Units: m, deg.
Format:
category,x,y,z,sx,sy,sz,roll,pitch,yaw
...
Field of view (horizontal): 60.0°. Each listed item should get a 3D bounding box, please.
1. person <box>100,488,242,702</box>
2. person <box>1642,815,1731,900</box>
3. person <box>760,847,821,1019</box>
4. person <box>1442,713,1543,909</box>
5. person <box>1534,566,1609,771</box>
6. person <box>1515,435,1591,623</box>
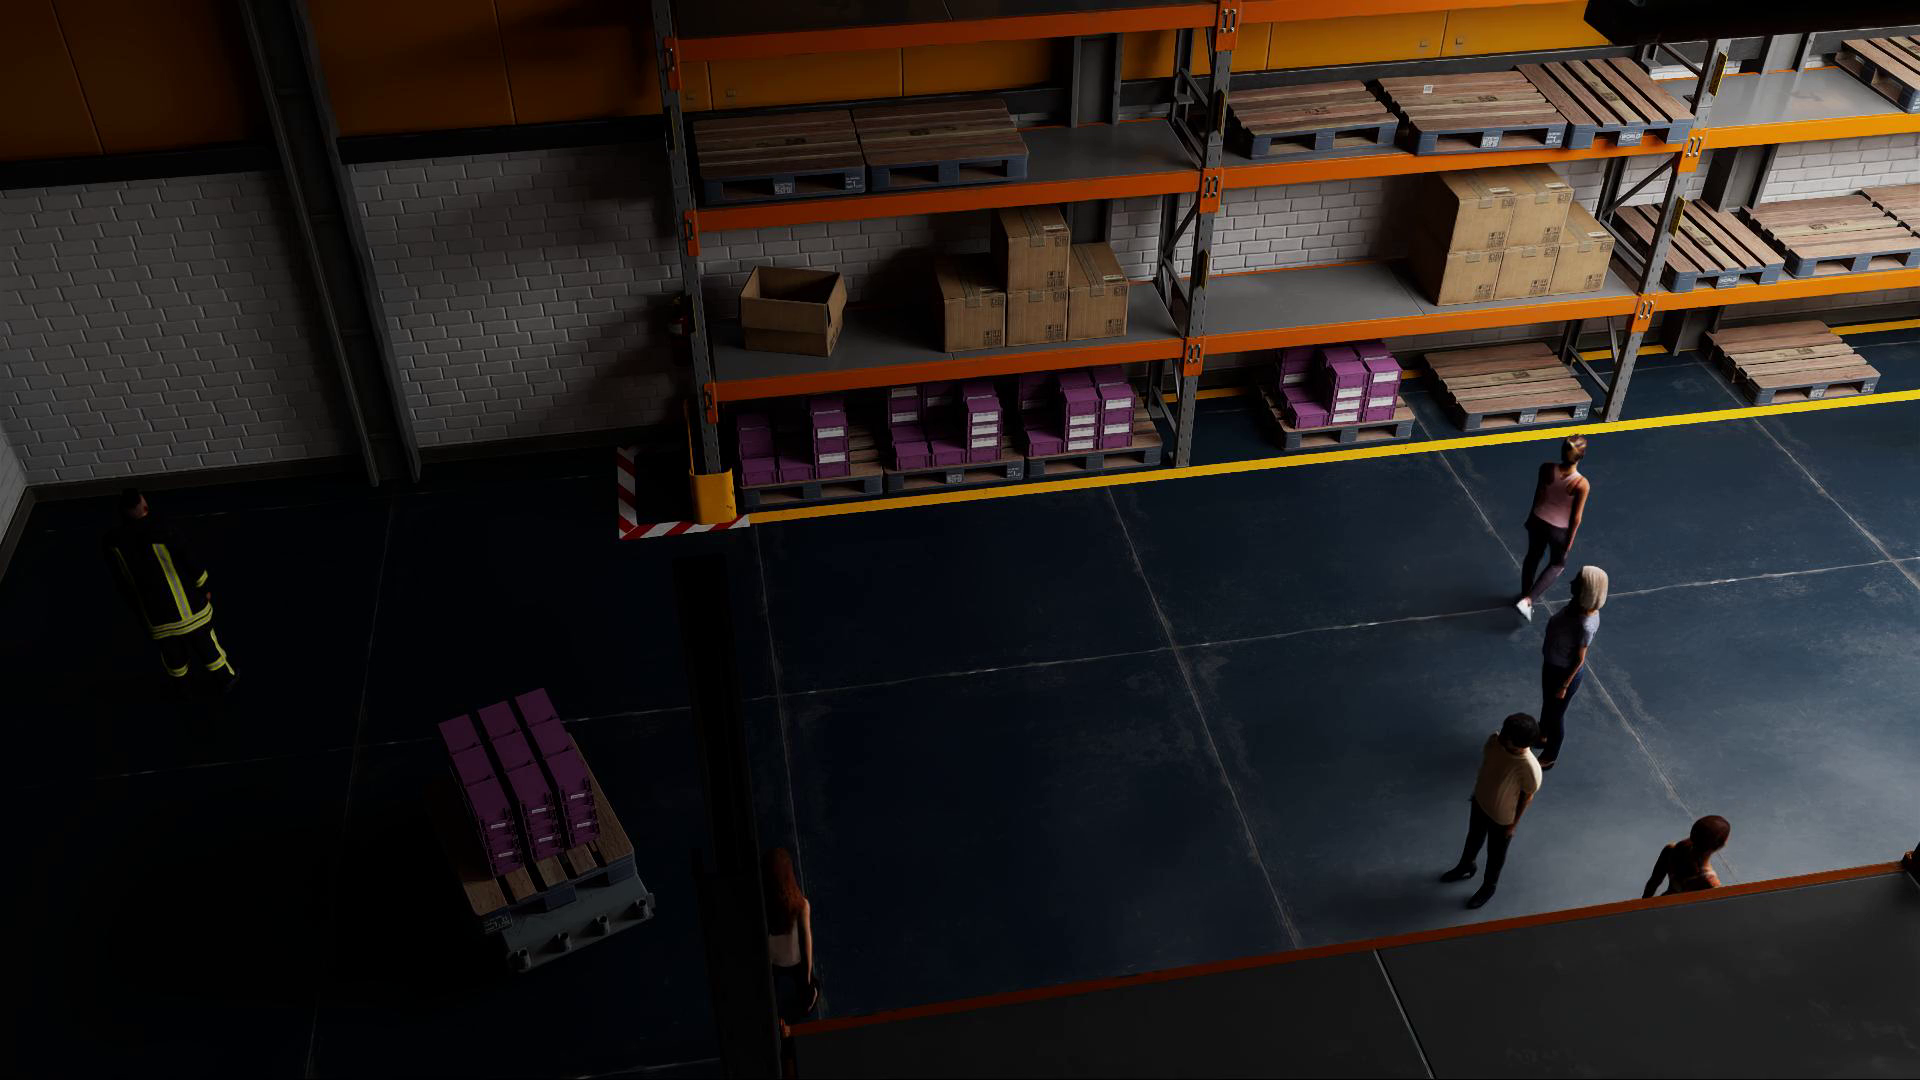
category,x,y,z,sx,sy,sz,roll,pitch,yaw
person,-5.570,0.373,11.674,0.602,1.860,0.791,-7,39,-9
person,3.961,2.244,9.403,0.951,1.769,0.667,-12,40,-15
person,-1.043,2.388,9.287,1.080,1.688,0.877,6,39,8
person,3.329,1.645,10.298,0.549,1.590,0.632,-14,41,-17
person,4.062,0.851,11.184,0.610,1.723,0.647,5,39,6
person,4.371,-0.067,12.412,0.916,1.626,0.811,-32,48,-33
